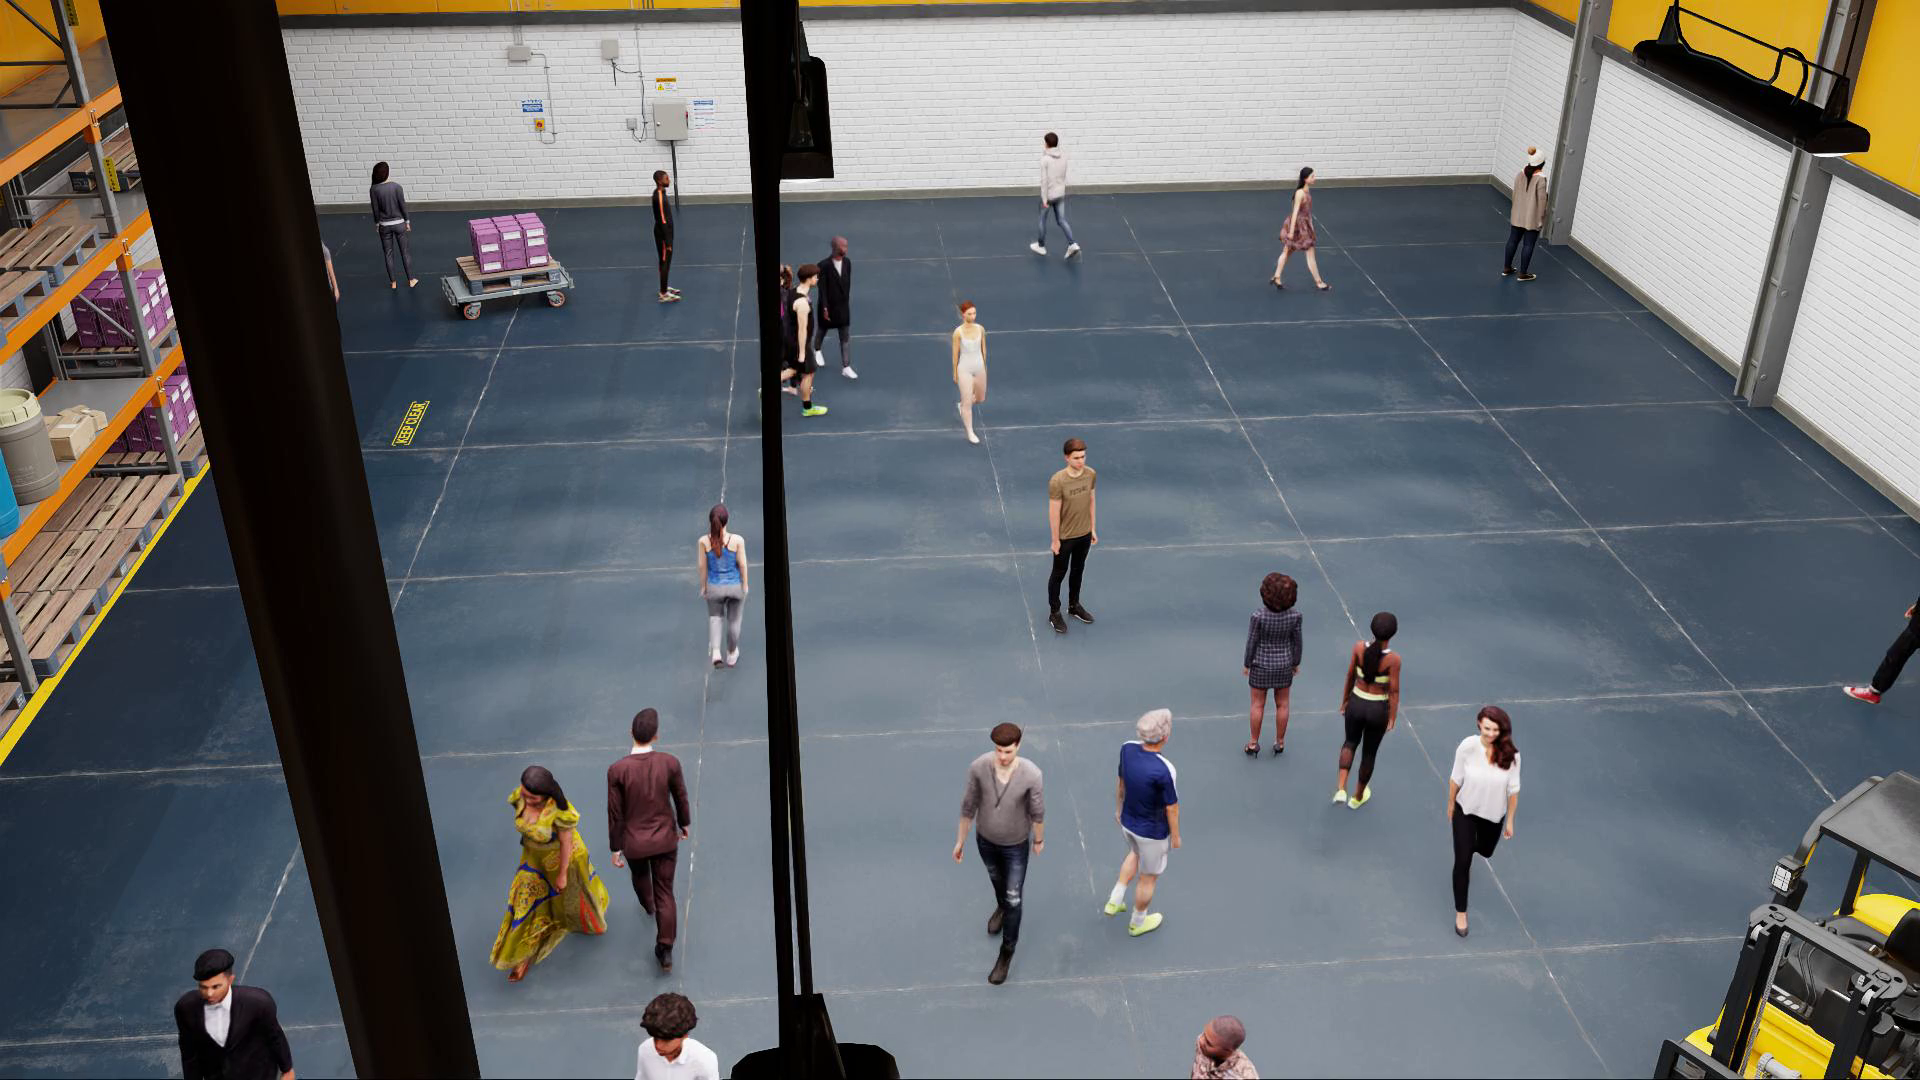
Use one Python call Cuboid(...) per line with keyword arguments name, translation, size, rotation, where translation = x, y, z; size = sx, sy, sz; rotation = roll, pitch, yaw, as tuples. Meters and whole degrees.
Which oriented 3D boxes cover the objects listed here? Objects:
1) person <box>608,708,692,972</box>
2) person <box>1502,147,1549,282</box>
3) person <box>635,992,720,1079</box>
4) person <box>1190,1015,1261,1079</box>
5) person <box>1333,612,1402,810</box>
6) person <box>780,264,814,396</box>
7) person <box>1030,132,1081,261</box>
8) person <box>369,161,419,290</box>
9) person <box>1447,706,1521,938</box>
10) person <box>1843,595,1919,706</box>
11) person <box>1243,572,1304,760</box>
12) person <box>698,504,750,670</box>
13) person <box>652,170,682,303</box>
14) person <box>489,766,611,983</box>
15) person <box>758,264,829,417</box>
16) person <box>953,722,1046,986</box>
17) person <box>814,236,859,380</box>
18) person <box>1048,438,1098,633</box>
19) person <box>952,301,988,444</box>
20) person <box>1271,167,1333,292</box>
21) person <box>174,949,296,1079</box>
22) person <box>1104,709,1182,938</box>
Cuboid(name="person", translation=(-2.094, 2.074, 11.209), size=(0.791, 1.817, 1.169), rotation=(-8, 30, -15))
Cuboid(name="person", translation=(7.966, -4.605, 23.377), size=(0.871, 1.891, 0.765), rotation=(-17, 33, -28))
Cuboid(name="person", translation=(-1.488, 3.182, 9.238), size=(0.992, 1.759, 1.203), rotation=(12, 31, 20))
Cuboid(name="person", translation=(1.417, 3.255, 9.055), size=(0.824, 1.807, 0.676), rotation=(-15, 32, -25))
Cuboid(name="person", translation=(3.055, 1.352, 12.612), size=(0.782, 1.741, 0.853), rotation=(18, 33, 29))
Cuboid(name="person", translation=(-2.001, -2.402, 19.518), size=(0.955, 1.718, 0.932), rotation=(20, 34, 32))
Cuboid(name="person", translation=(1.411, -4.950, 24.080), size=(1.074, 1.823, 1.273), rotation=(-20, 34, -32))
Cuboid(name="person", translation=(-7.888, -4.381, 23.094), size=(0.647, 1.768, 0.560), rotation=(-7, 29, -12))
Cuboid(name="person", translation=(3.630, 1.869, 11.639), size=(0.776, 1.765, 1.136), rotation=(4, 29, 7))
Cuboid(name="person", translation=(8.148, 0.716, 13.795), size=(1.165, 1.724, 1.155), rotation=(19, 34, 30))
Cuboid(name="person", translation=(2.491, 1.014, 13.273), size=(0.616, 1.702, 0.547), rotation=(-1, 29, -2))
Cuboid(name="person", translation=(-2.047, 0.447, 14.422), size=(0.595, 1.597, 0.806), rotation=(0, 29, 0))
Cuboid(name="person", translation=(-4.045, -4.151, 22.633), size=(0.703, 1.806, 0.513), rotation=(-6, 29, -11))
Cuboid(name="person", translation=(-2.719, 2.141, 11.319), size=(1.160, 1.594, 1.422), rotation=(13, 31, 23))
Cuboid(name="person", translation=(-1.922, -2.257, 19.099), size=(0.917, 1.865, 1.043), rotation=(-11, 31, -19))
Cuboid(name="person", translation=(0.316, 1.972, 11.345), size=(1.016, 1.866, 1.226), rotation=(11, 30, 19))
Cuboid(name="person", translation=(-1.606, -2.886, 20.403), size=(0.952, 1.719, 1.225), rotation=(-14, 32, -24))
Cuboid(name="person", translation=(1.012, -0.075, 15.112), size=(0.748, 1.852, 0.743), rotation=(-18, 33, -29))
Cuboid(name="person", translation=(0.084, -1.925, 18.734), size=(0.746, 1.631, 0.915), rotation=(-14, 31, -23))
Cuboid(name="person", translation=(4.569, -4.256, 22.901), size=(0.984, 1.734, 1.112), rotation=(11, 30, 19))
Cuboid(name="person", translation=(-4.069, 2.993, 9.493), size=(0.786, 1.847, 1.226), rotation=(1, 29, 2))
Cuboid(name="person", translation=(1.212, 1.977, 11.376), size=(0.841, 1.827, 0.763), rotation=(-20, 34, -32))
